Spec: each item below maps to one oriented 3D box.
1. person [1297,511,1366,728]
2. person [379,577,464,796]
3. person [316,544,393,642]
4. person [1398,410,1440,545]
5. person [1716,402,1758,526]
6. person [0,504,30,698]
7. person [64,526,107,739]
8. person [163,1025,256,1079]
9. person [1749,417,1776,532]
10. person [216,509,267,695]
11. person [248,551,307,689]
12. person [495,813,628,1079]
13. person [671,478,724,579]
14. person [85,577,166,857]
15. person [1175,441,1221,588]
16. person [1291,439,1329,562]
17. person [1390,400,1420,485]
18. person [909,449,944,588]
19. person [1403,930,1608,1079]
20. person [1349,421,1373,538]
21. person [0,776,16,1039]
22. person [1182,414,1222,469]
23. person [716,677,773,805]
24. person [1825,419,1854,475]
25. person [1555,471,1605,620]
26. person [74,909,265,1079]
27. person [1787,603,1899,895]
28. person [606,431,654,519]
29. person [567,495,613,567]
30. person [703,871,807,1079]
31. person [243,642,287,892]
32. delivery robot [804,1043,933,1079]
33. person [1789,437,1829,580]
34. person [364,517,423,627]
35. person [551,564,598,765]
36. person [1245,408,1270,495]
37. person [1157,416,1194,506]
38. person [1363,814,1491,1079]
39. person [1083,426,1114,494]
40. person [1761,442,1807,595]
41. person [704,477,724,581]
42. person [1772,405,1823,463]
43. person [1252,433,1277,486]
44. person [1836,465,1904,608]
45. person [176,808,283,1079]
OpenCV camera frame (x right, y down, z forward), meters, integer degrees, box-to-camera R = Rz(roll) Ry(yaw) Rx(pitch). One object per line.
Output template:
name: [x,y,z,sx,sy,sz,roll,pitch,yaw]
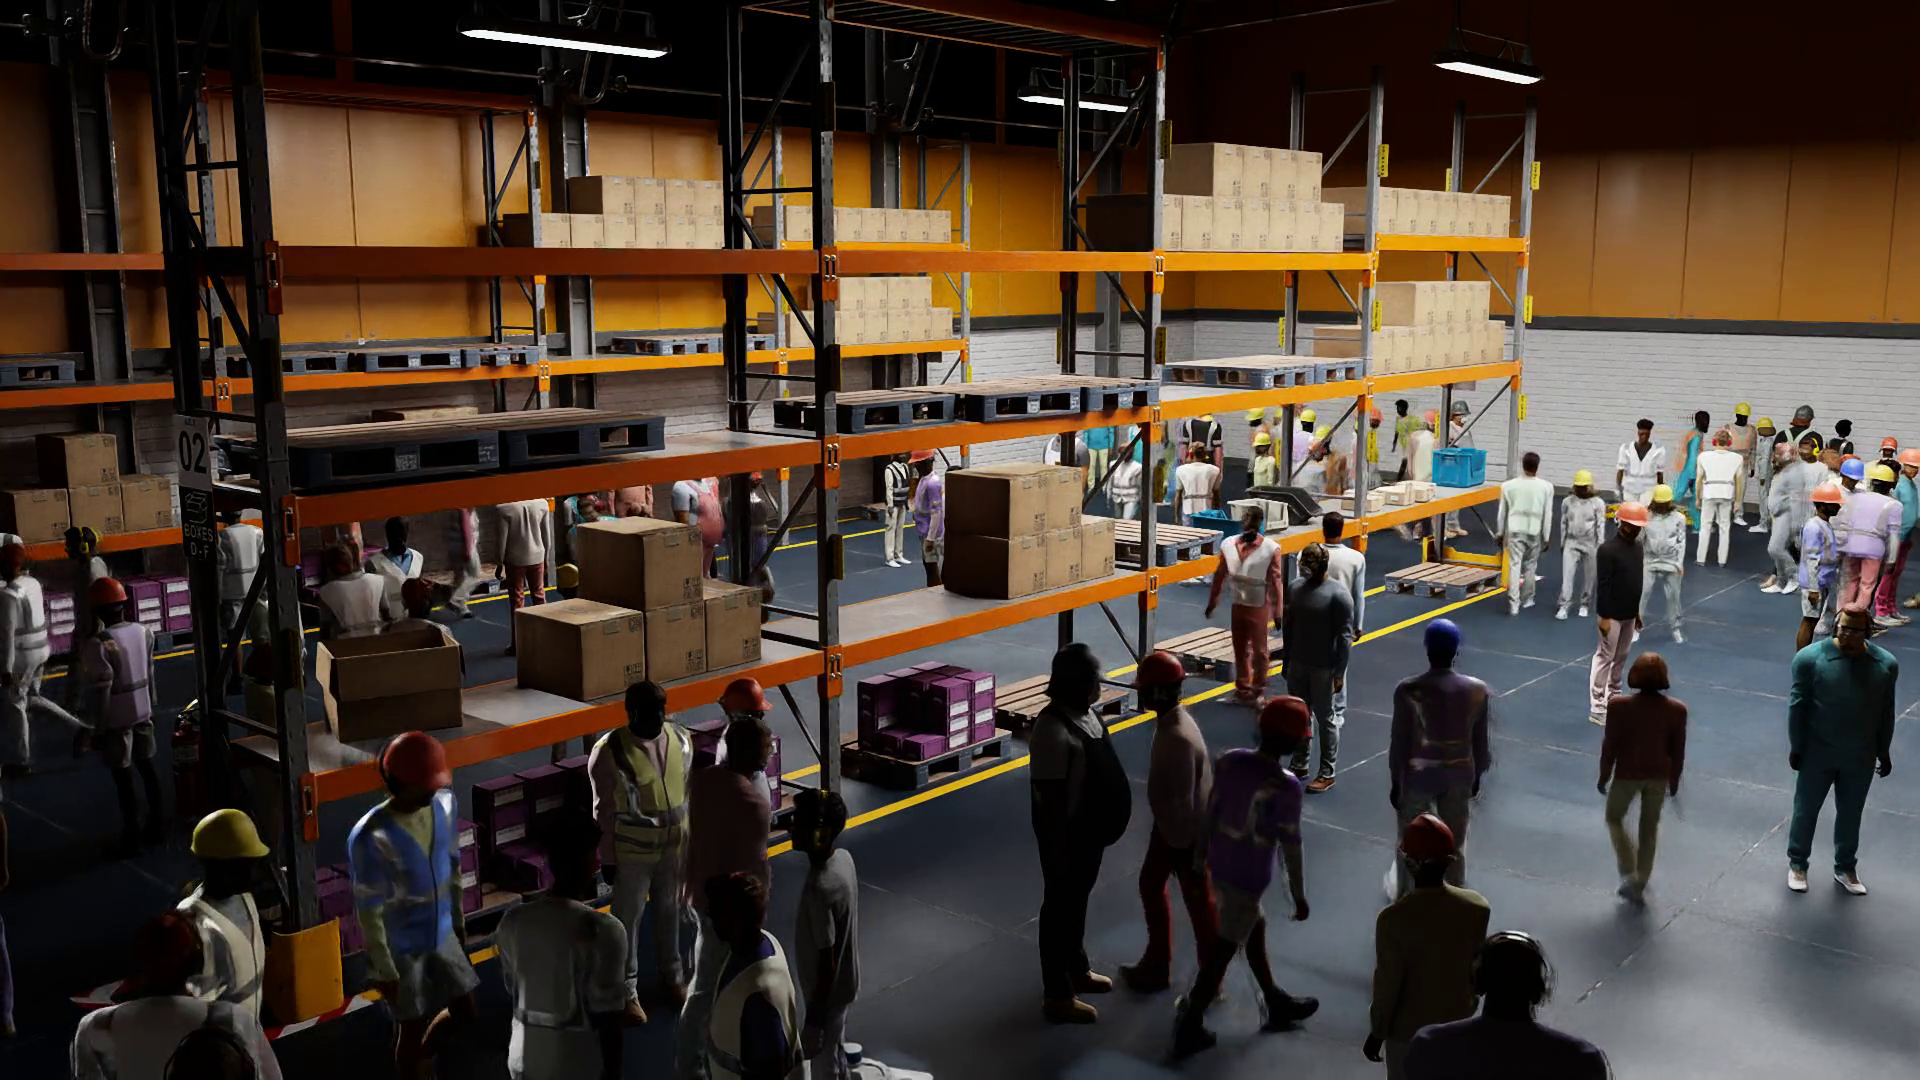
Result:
person: [3.220,0.703,14.504,0.593,1.909,0.413,2,10,10]
person: [-3.741,1.197,11.621,0.659,1.880,0.387,3,10,16]
person: [-4.840,0.921,13.494,0.677,1.804,0.453,-8,13,-41]
person: [6.627,-0.877,23.731,0.560,1.976,0.624,1,10,7]
person: [11.967,-1.163,25.609,0.588,1.917,0.405,0,10,-1]
person: [-8.875,0.575,15.335,0.593,1.882,0.349,-2,10,-14]
person: [-7.327,0.803,14.049,0.328,1.861,0.503,-6,11,-33]
person: [-2.085,2.315,4.765,0.627,1.941,0.374,-2,10,-13]
person: [12.096,-0.982,25.065,0.321,1.737,0.485,5,11,28]
person: [-6.817,0.488,15.710,0.382,1.928,0.546,6,11,33]
person: [-5.130,1.004,12.562,0.389,1.949,0.604,0,10,2]
person: [-1.492,2.019,6.584,0.628,1.913,0.915,3,10,20]
person: [-2.879,-0.028,18.451,0.538,2.000,0.683,2,10,13]
person: [-5.755,1.206,11.400,0.376,1.934,0.548,3,10,15]
person: [2.962,-0.312,20.768,0.562,1.835,0.387,0,10,1]
person: [4.674,-0.473,22.011,0.386,1.731,0.593,-4,10,-24]
person: [7.912,-1.673,29.480,0.926,1.620,0.540,-3,10,-17]
person: [-0.386,-0.097,18.881,0.393,2.036,0.605,-2,10,-10]
person: [1.755,2.207,5.453,0.648,1.935,0.404,2,10,11]
person: [5.889,-0.899,24.465,0.302,1.772,0.523,3,10,17]
person: [-5.204,1.726,8.615,0.361,1.836,0.510,9,13,42]
person: [3.676,-1.169,25.302,0.619,2.028,0.409,4,10,21]
person: [-1.211,1.628,9.417,0.333,1.749,0.574,-1,10,-5]
person: [13.299,-0.979,25.153,0.316,1.696,0.541,-2,10,-12]
person: [7.029,0.072,18.845,0.506,1.701,0.858,5,11,29]
person: [-2.712,2.174,5.821,0.610,1.860,0.686,-2,10,-10]
person: [5.669,1.340,10.701,0.641,1.904,0.401,2,10,10]
person: [-4.062,-0.352,20.521,0.612,1.995,0.377,-7,12,-36]
person: [-3.567,0.420,16.498,0.401,1.808,0.744,7,12,37]
person: [-0.749,2.120,6.217,0.375,1.840,0.567,-2,10,-12]
person: [-4.473,1.461,10.799,0.273,1.627,0.502,-8,12,-38]
delivery robot: [-0.485,2.506,7.470,0.707,0.478,0.477,3,10,16]
person: [10.664,-0.362,20.957,0.316,1.870,0.532,-3,10,-15]
person: [-4.830,0.736,14.272,0.397,1.913,0.590,5,11,27]
person: [-2.983,1.049,12.840,0.534,1.767,0.314,-2,10,-13]
person: [4.625,-1.172,25.782,0.497,1.864,0.678,2,10,9]
person: [3.715,-1.472,27.552,0.894,1.888,0.599,0,10,0]
person: [1.962,2.020,7.076,0.563,1.753,0.327,-4,10,-22]
person: [2.426,-1.665,29.149,0.556,1.735,0.380,2,10,10]
person: [10.032,-0.257,20.270,0.408,1.888,0.672,2,10,12]
person: [-3.197,-0.356,21.232,0.315,1.769,0.525,0,10,2]
person: [11.980,-0.913,23.736,0.536,2.000,0.682,-7,12,-36]
person: [4.111,-0.578,22.582,0.329,1.760,0.522,-3,10,-18]
person: [9.811,0.135,17.966,0.637,1.881,0.602,-8,12,-38]
person: [-3.049,2.006,6.817,0.979,1.881,0.623,0,10,1]
